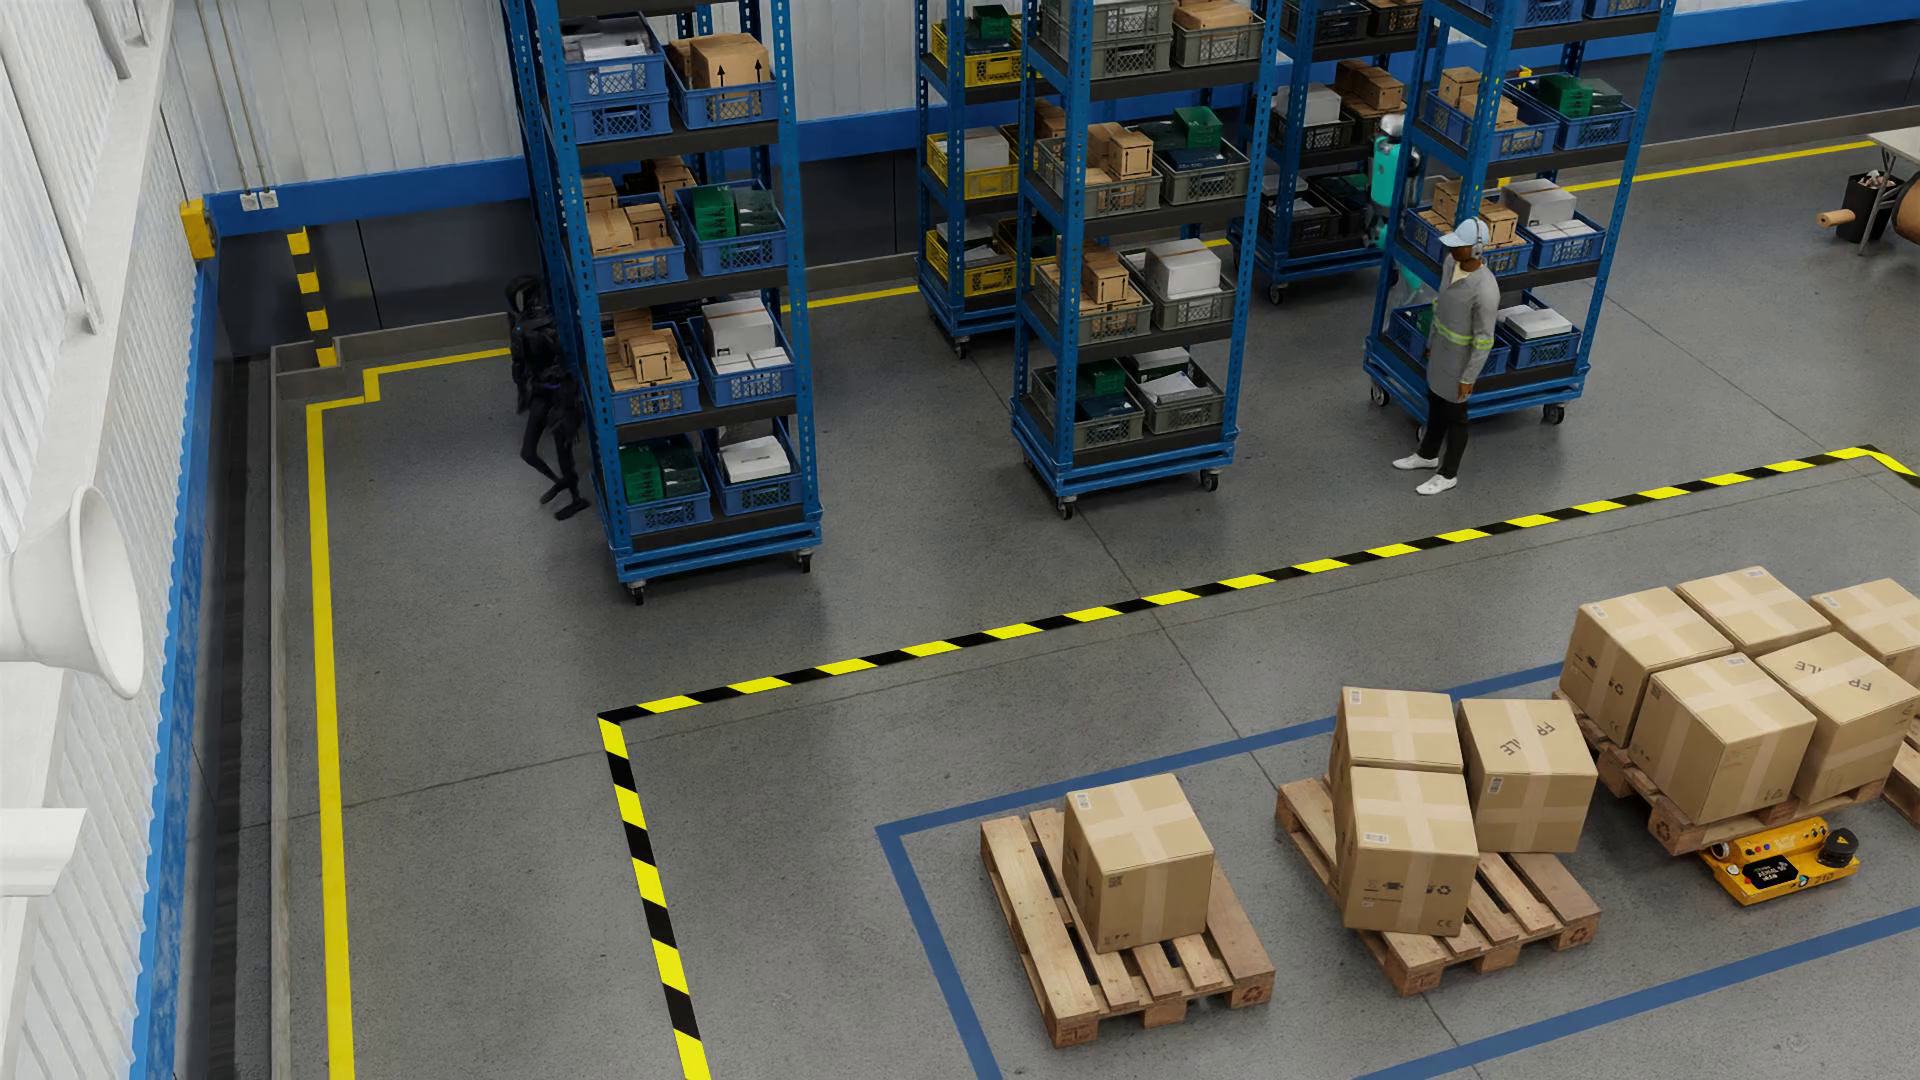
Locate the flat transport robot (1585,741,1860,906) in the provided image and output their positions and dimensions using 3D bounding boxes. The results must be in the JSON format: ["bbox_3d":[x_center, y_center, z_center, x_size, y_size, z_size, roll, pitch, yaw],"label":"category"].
[{"bbox_3d":[3.738,1.188,8.347,0.652,0.197,1.431,-11,37,-15],"label":"flat transport robot"}]

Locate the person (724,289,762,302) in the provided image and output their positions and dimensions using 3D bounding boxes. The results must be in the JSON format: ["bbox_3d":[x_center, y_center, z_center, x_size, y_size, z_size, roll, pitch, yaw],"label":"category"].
[{"bbox_3d":[-1.334,-1.287,10.603,0.304,1.738,0.484,4,35,5],"label":"person"}]

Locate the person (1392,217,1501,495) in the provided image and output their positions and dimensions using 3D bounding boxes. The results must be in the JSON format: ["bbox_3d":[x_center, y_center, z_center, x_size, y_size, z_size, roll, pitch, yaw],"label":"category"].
[{"bbox_3d":[3.028,-1.132,10.287,0.399,1.852,0.589,-7,36,-9],"label":"person"}]

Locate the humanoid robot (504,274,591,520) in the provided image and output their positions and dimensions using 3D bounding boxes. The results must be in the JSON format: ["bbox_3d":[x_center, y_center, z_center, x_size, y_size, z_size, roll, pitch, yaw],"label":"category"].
[{"bbox_3d":[-2.487,-0.843,10.032,0.608,1.648,0.326,28,44,34],"label":"humanoid robot"}]

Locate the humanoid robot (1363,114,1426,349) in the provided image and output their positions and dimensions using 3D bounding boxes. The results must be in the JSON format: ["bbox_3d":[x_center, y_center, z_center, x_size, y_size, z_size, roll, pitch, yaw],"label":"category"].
[{"bbox_3d":[3.289,-2.215,11.995,0.861,1.822,0.550,-14,38,-19],"label":"humanoid robot"}]
